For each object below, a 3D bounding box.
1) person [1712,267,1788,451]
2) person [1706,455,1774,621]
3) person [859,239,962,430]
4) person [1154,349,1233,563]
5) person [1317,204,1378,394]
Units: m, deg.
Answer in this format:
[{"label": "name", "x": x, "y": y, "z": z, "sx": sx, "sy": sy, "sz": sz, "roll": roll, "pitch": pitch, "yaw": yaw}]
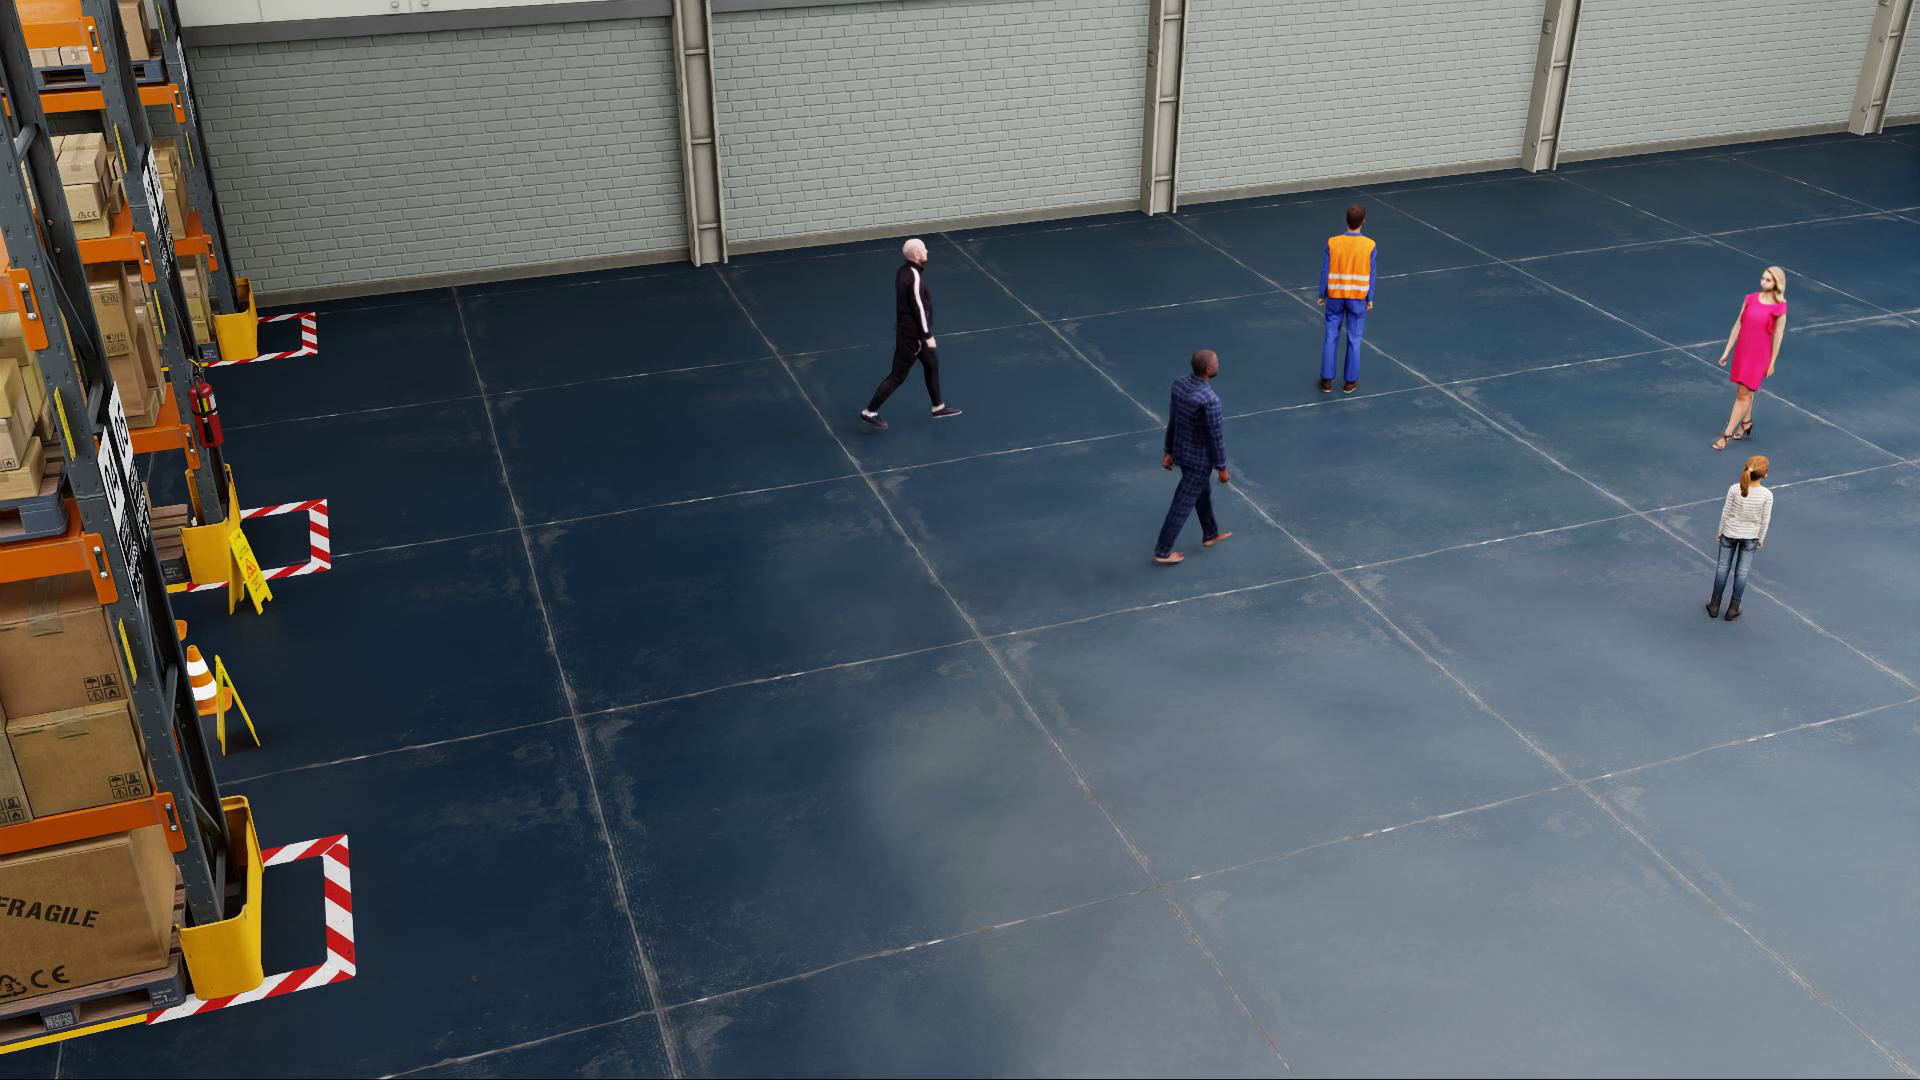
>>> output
[{"label": "person", "x": 7.227, "y": -1.666, "z": 15.073, "sx": 0.859, "sy": 1.706, "sz": 0.647, "roll": -14, "pitch": 31, "yaw": -25}, {"label": "person", "x": 5.814, "y": -0.023, "z": 12.403, "sx": 0.555, "sy": 1.315, "sz": 0.612, "roll": 14, "pitch": 31, "yaw": 24}, {"label": "person", "x": -0.535, "y": -1.847, "z": 15.323, "sx": 1.277, "sy": 1.790, "sz": 0.815, "roll": -5, "pitch": 28, "yaw": -9}, {"label": "person", "x": 1.751, "y": -0.615, "z": 13.005, "sx": 1.028, "sy": 1.795, "sz": 0.762, "roll": -13, "pitch": 31, "yaw": -23}, {"label": "person", "x": 3.759, "y": -2.349, "z": 16.188, "sx": 0.752, "sy": 1.863, "sz": 0.850, "roll": 7, "pitch": 29, "yaw": 13}]
